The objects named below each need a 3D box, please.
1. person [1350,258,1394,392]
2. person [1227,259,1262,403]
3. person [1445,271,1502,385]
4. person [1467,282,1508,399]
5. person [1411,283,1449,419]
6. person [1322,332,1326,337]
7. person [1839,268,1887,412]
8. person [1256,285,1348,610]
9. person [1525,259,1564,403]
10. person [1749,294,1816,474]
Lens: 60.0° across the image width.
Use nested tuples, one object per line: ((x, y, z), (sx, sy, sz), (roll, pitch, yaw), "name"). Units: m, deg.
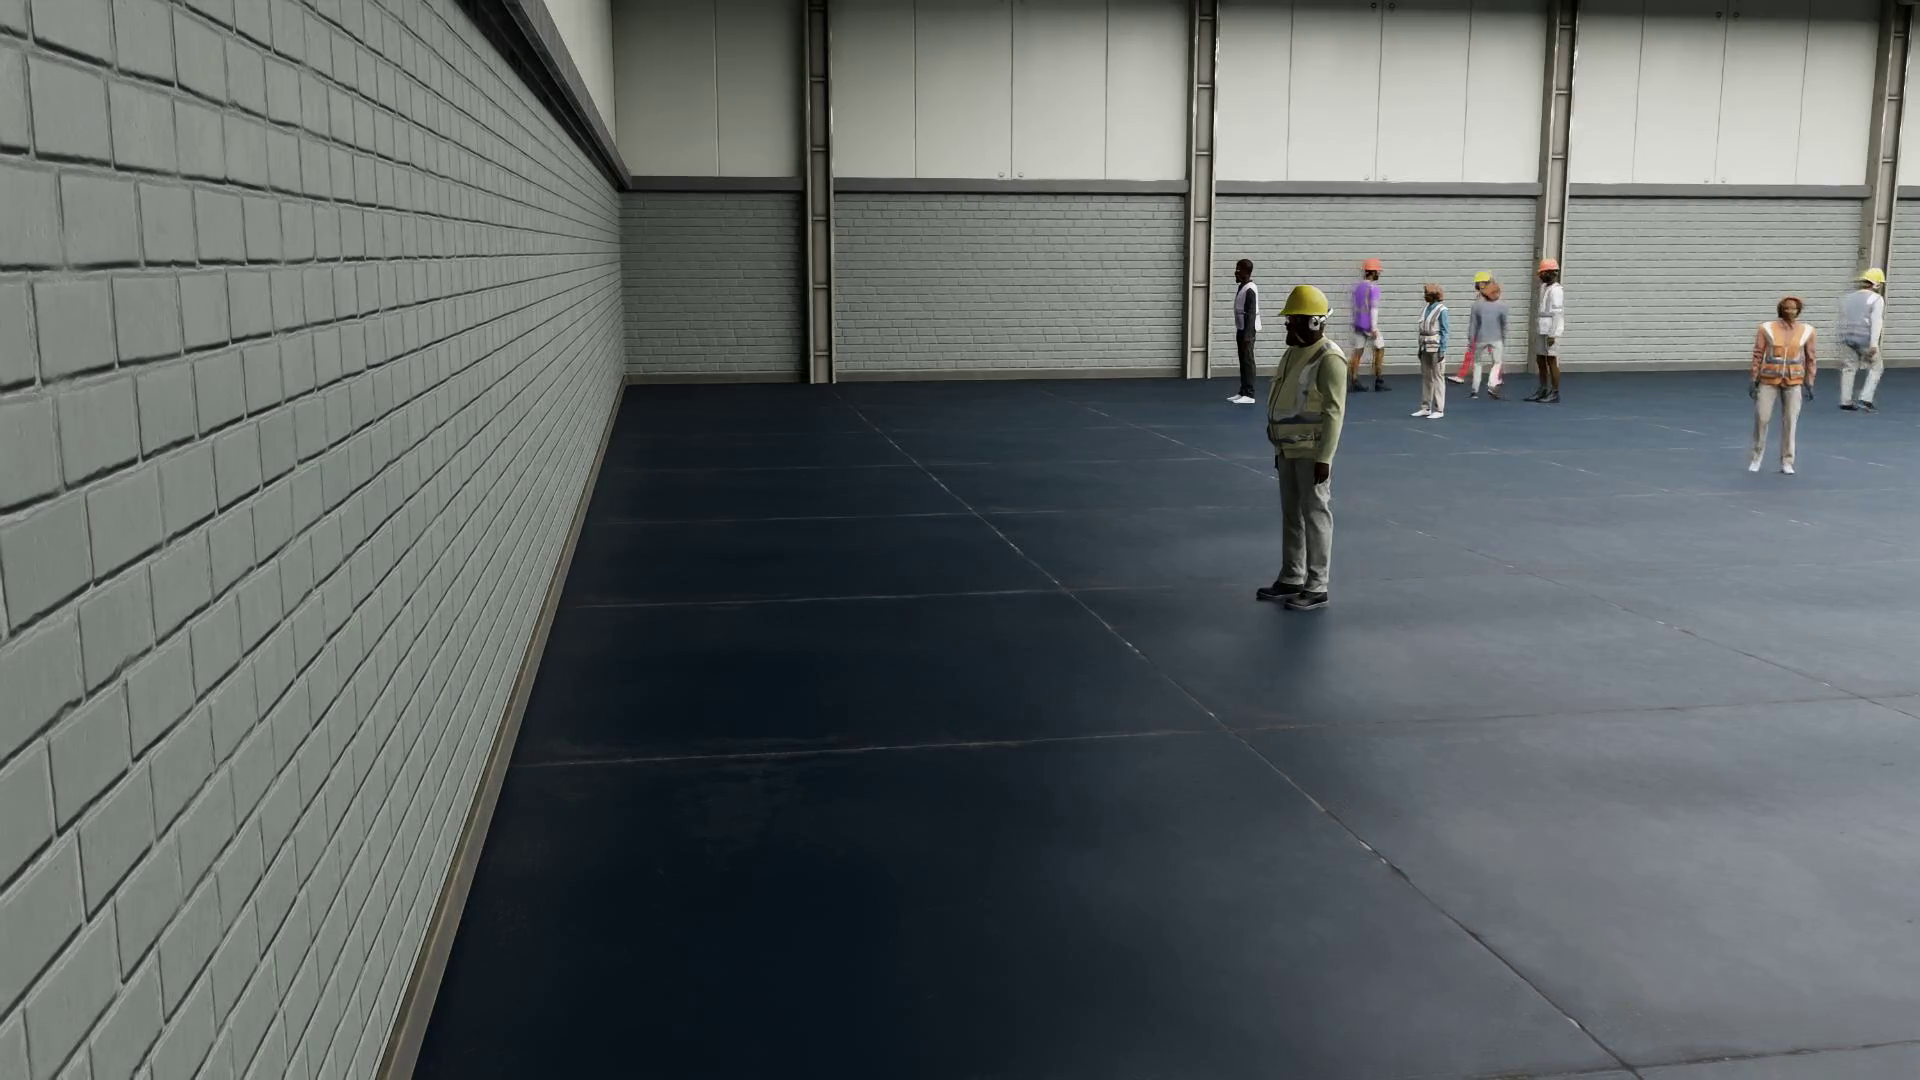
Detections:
((5.951, -3.071, 23.879), (0.787, 1.911, 0.567), (-4, 11, -20), "person")
((3.825, -2.788, 22.245), (0.392, 1.920, 0.587), (0, 10, -1), "person")
((7.818, -3.169, 25.033), (0.916, 1.717, 0.535), (-3, 10, -15), "person")
((7.208, -2.720, 22.749), (0.537, 1.608, 0.523), (4, 11, 23), "person")
((5.730, -2.286, 20.168), (0.315, 1.636, 0.515), (-3, 10, -17), "person")
((2.882, -1.182, 13.808), (0.312, 1.638, 0.512), (-1, 10, -7), "person")
((11.369, -2.499, 20.878), (0.538, 1.808, 0.613), (-3, 10, -18), "person")
((1.946, -0.524, 9.459), (0.404, 1.833, 0.592), (-3, 10, -17), "person")
((7.872, -2.774, 22.239), (0.372, 1.907, 0.571), (1, 10, 5), "person")
((7.509, -1.425, 15.205), (0.529, 1.639, 0.307), (4, 10, 20), "person")
